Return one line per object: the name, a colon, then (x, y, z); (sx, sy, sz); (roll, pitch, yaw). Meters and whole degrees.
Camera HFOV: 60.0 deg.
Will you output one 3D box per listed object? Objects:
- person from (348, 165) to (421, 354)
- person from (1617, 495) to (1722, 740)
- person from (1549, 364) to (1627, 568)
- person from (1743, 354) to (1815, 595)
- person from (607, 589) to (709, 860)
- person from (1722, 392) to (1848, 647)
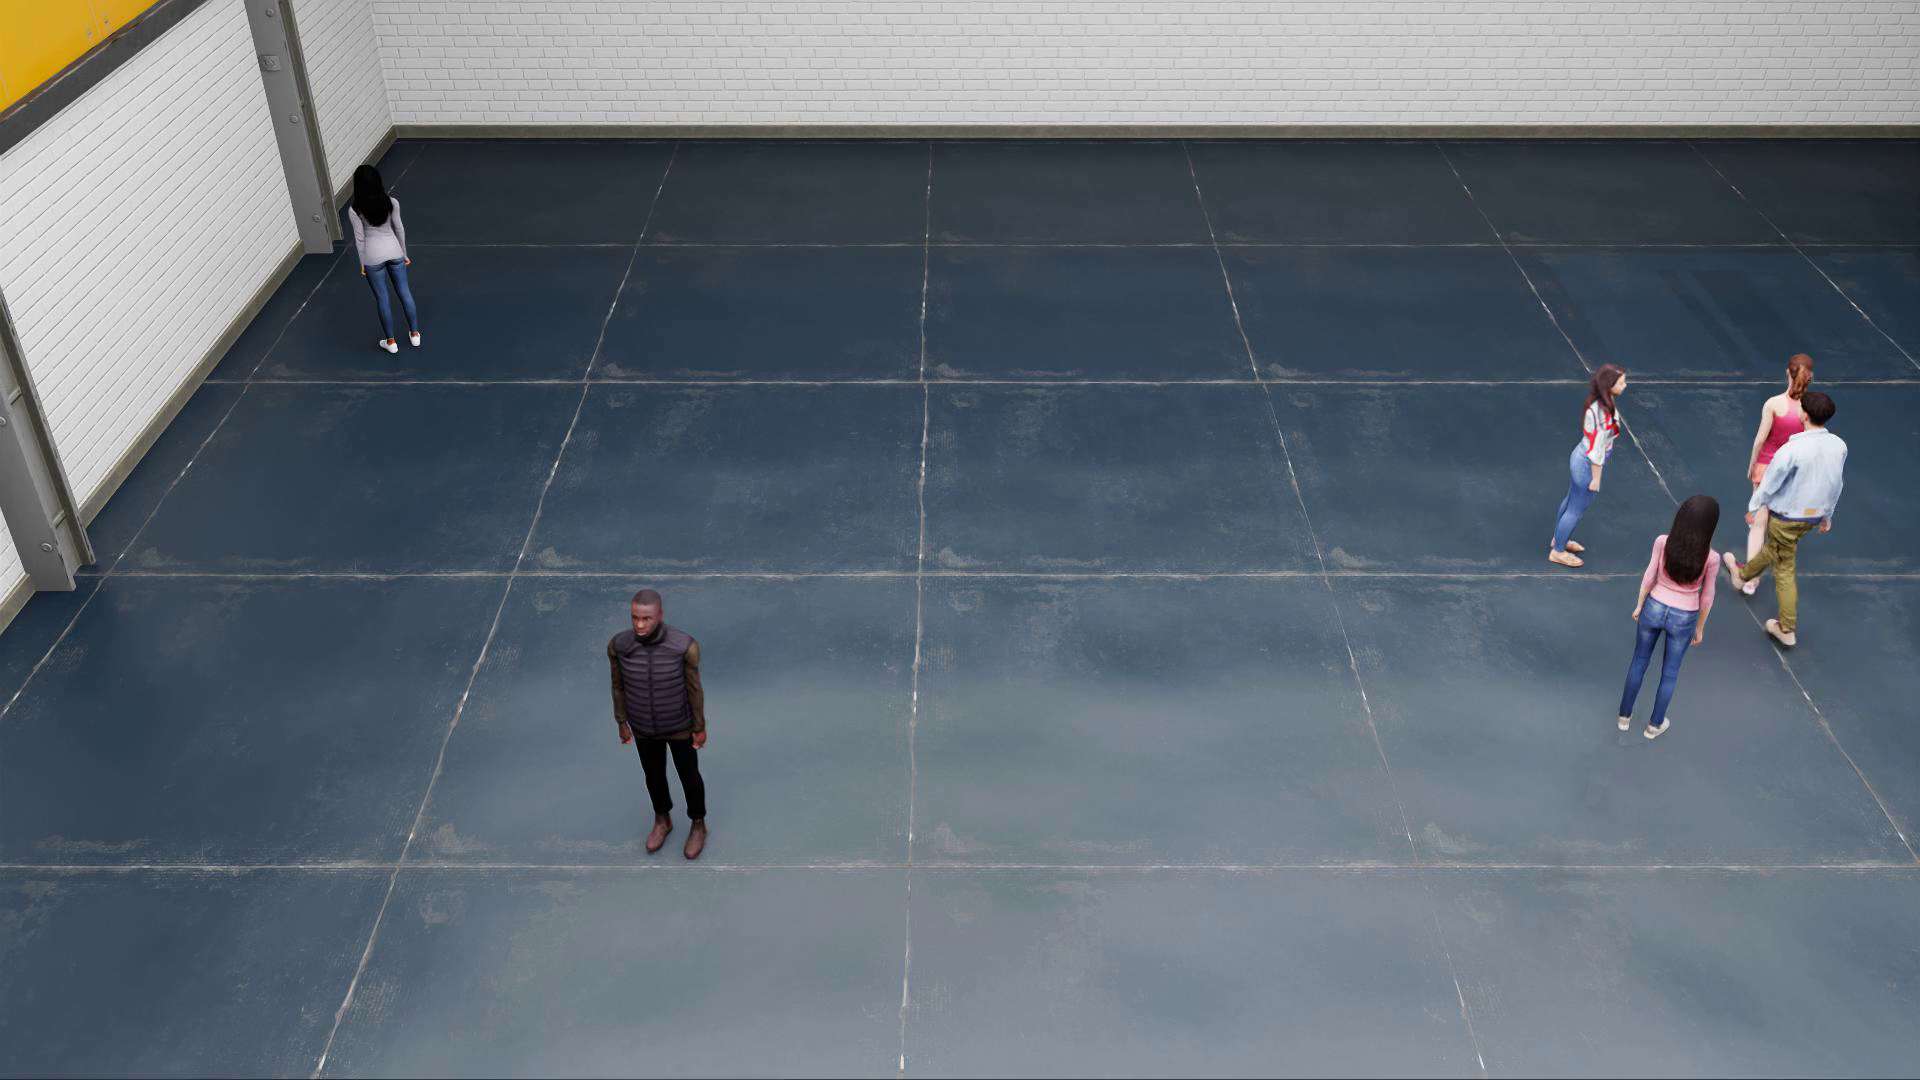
person: (-5.149, -2.515, 14.871); (0.686, 1.736, 0.714); (-22, 40, -30)
person: (4.418, 0.471, 10.373); (0.650, 1.742, 0.669); (21, 39, 28)
person: (4.539, -0.558, 12.037); (0.694, 1.613, 0.532); (8, 35, 12)
person: (5.776, -0.415, 11.752); (0.870, 1.691, 1.239); (11, 35, 17)
person: (-1.675, 1.031, 9.446); (0.698, 1.836, 0.596); (3, 34, 5)
person: (5.659, -0.095, 11.200); (0.898, 1.769, 1.230); (-7, 34, -11)
